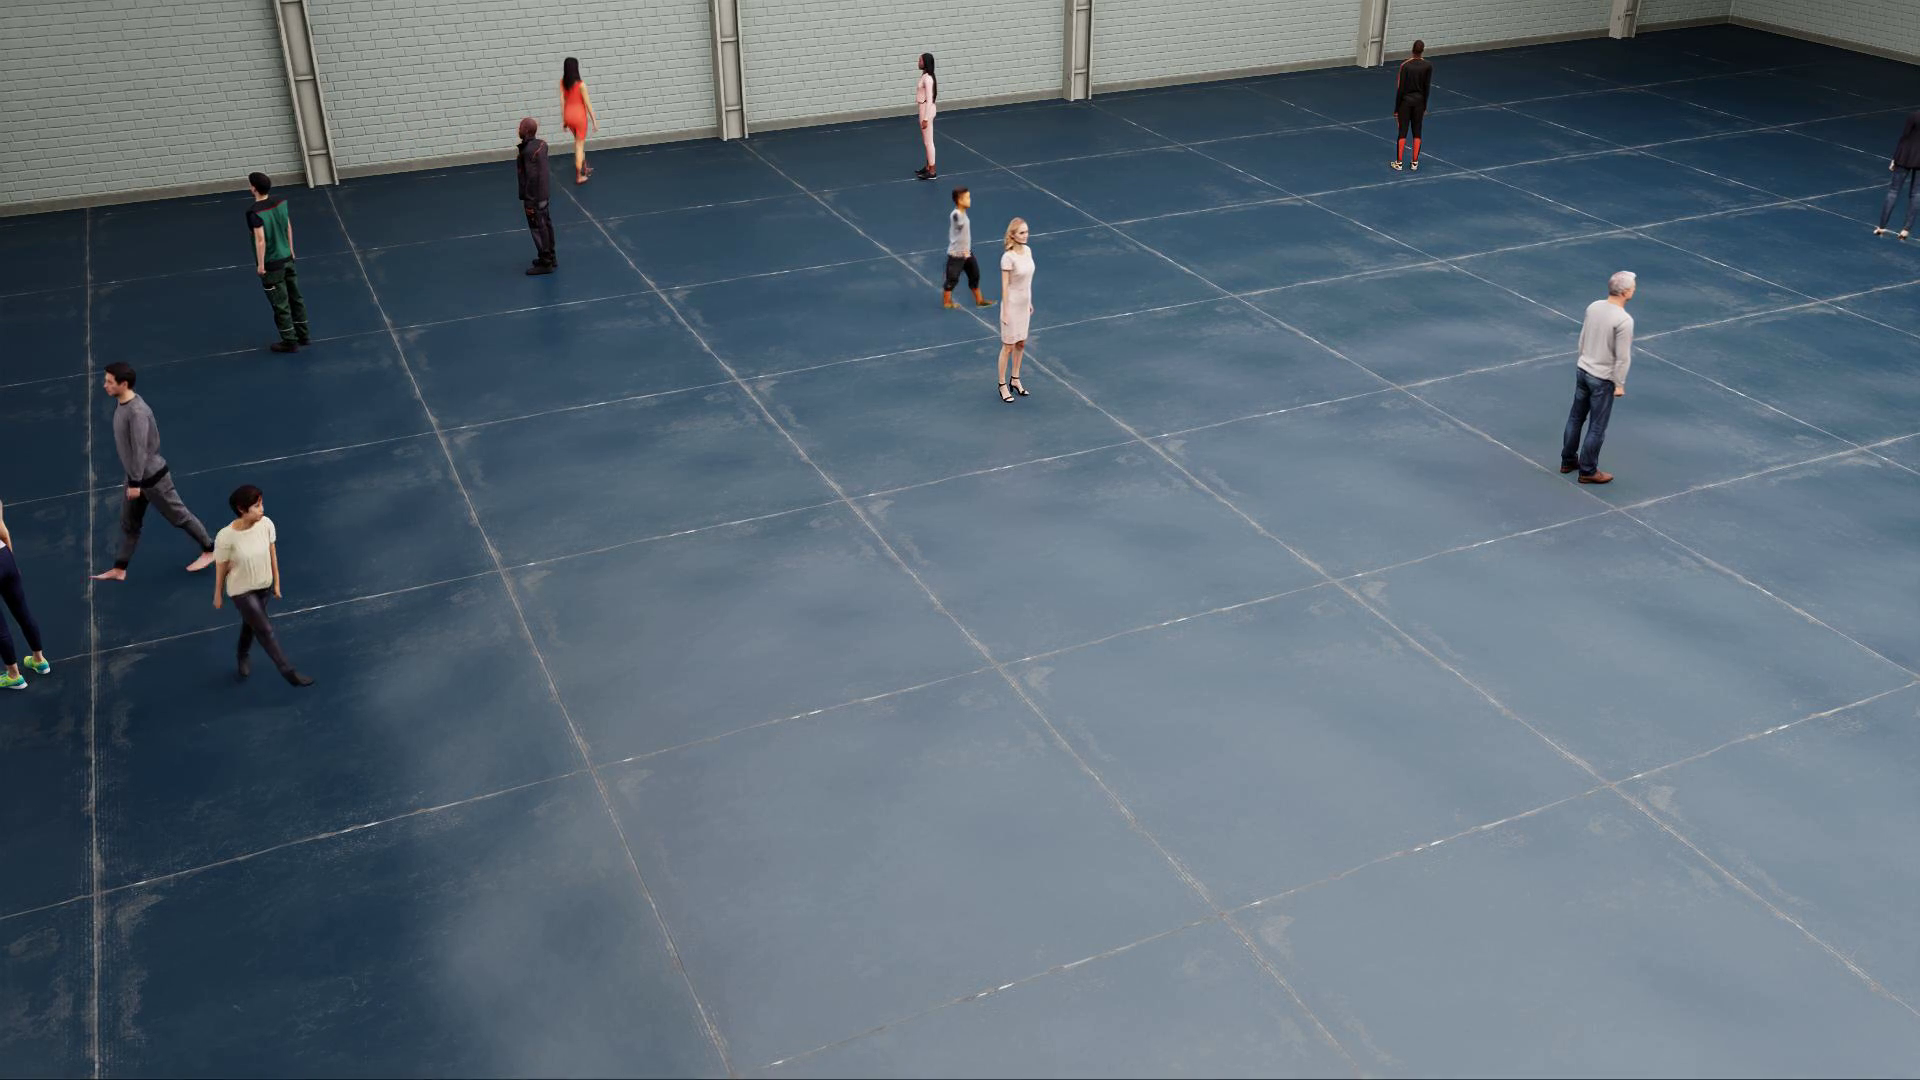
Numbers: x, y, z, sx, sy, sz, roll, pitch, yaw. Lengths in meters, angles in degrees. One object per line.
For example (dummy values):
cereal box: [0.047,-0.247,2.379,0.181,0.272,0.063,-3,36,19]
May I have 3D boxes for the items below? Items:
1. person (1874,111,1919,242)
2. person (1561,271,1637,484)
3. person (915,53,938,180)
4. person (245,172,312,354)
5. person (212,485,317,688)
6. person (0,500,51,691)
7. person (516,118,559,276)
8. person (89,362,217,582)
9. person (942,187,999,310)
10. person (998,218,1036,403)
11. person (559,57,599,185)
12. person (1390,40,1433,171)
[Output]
person: [10.764,-4.285,18.836,0.816,1.782,0.791,8,29,15]
person: [5.604,-1.437,14.575,0.669,1.909,0.759,-9,29,-16]
person: [-0.459,-5.920,23.194,0.645,1.721,0.678,-3,28,-6]
person: [-7.127,-2.907,17.345,0.811,1.900,0.757,9,29,17]
person: [-5.012,0.349,11.623,1.039,1.532,1.045,19,33,31]
person: [-6.766,0.244,11.638,0.734,1.702,0.665,11,30,20]
person: [-4.981,-4.068,19.604,0.766,1.825,0.787,0,28,0]
person: [-6.242,-0.522,12.974,1.257,1.799,0.912,-22,35,-35]
person: [-0.069,-3.277,18.531,0.981,1.439,0.870,4,28,8]
person: [0.540,-2.251,16.189,0.705,1.829,0.570,23,36,37]
person: [-5.317,-5.741,22.880,0.879,1.700,0.941,10,30,18]
person: [6.402,-6.169,23.568,0.627,1.808,0.760,0,28,0]
